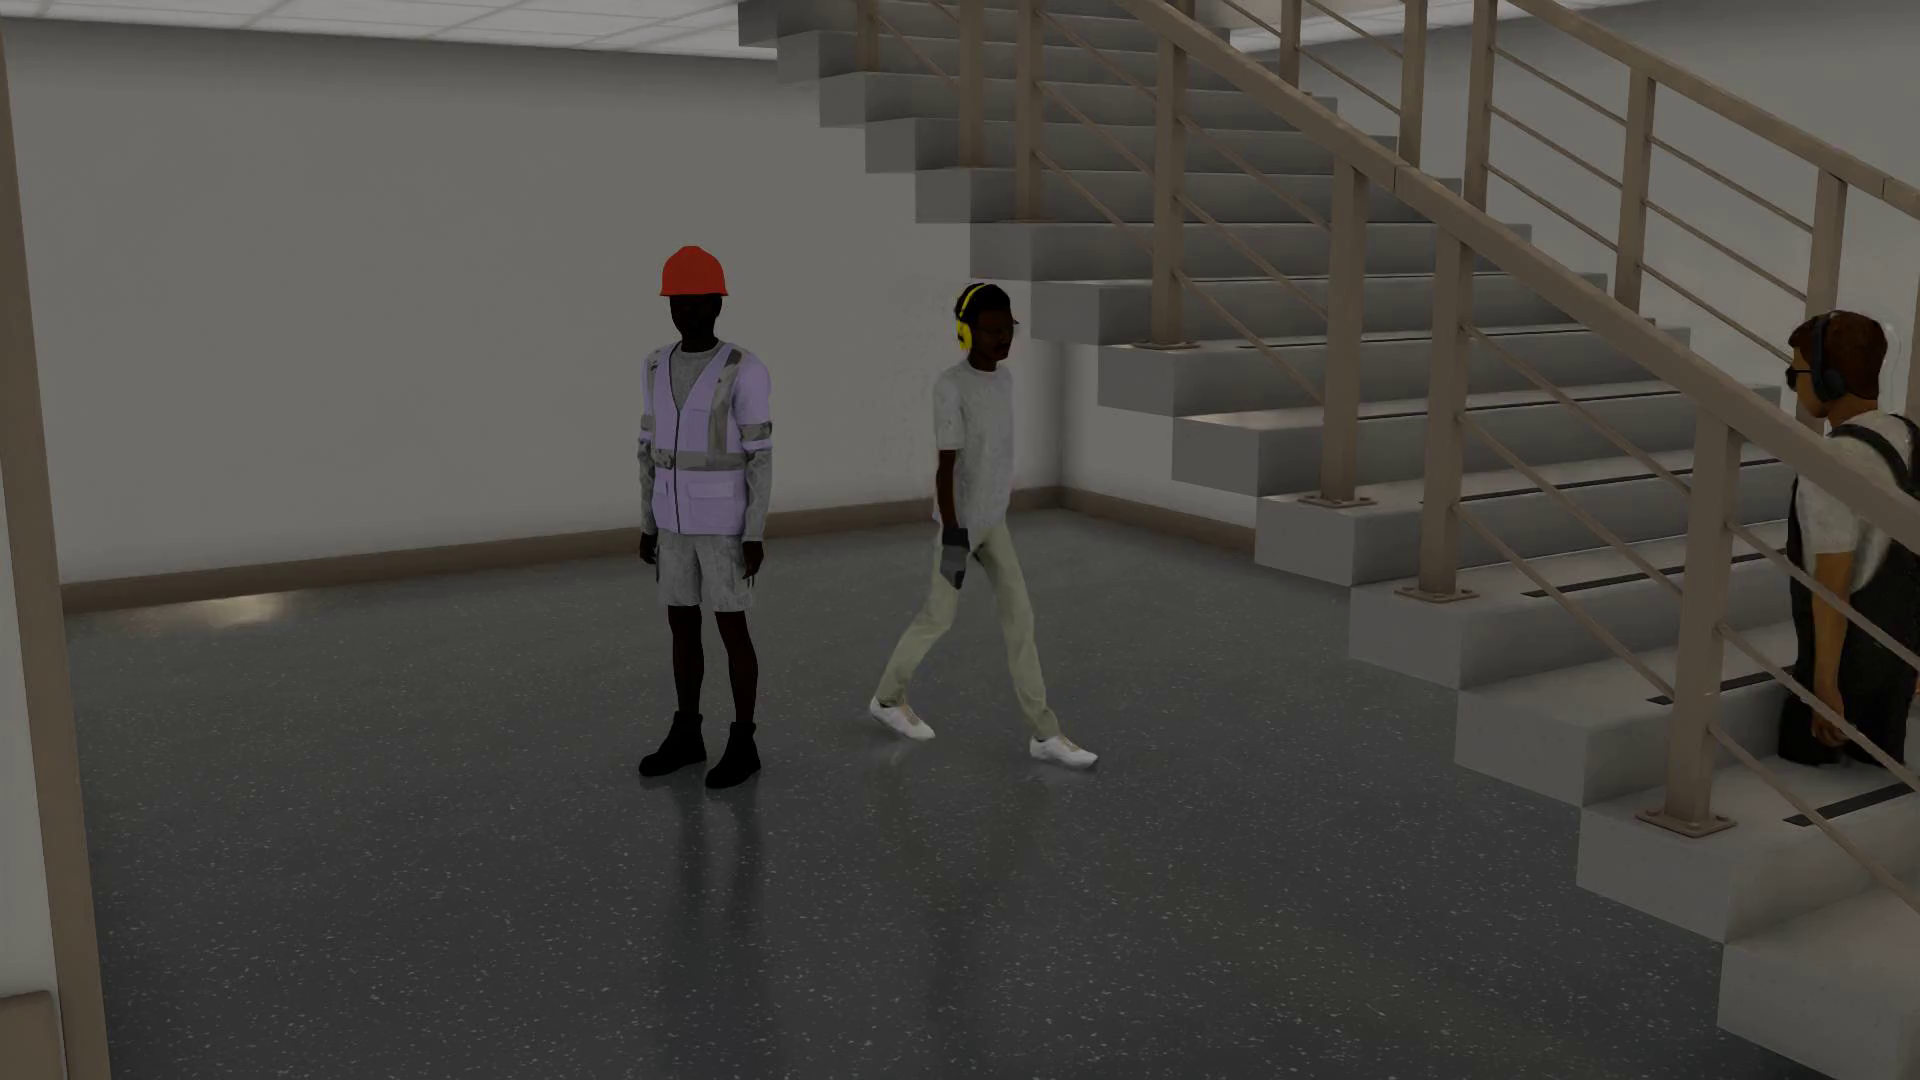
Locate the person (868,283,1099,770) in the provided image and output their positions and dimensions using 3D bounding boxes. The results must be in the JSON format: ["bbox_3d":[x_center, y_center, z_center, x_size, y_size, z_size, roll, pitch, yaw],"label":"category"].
[{"bbox_3d":[0.029,-0.059,6.282,0.996,1.818,0.543,7,13,34],"label":"person"}]

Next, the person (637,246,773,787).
[{"bbox_3d":[-0.940,-0.077,6.003,0.551,1.941,0.342,6,12,28],"label":"person"}]

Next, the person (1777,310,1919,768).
[{"bbox_3d":[2.396,0.323,4.278,0.539,1.809,0.786,-7,13,-33],"label":"person"}]
